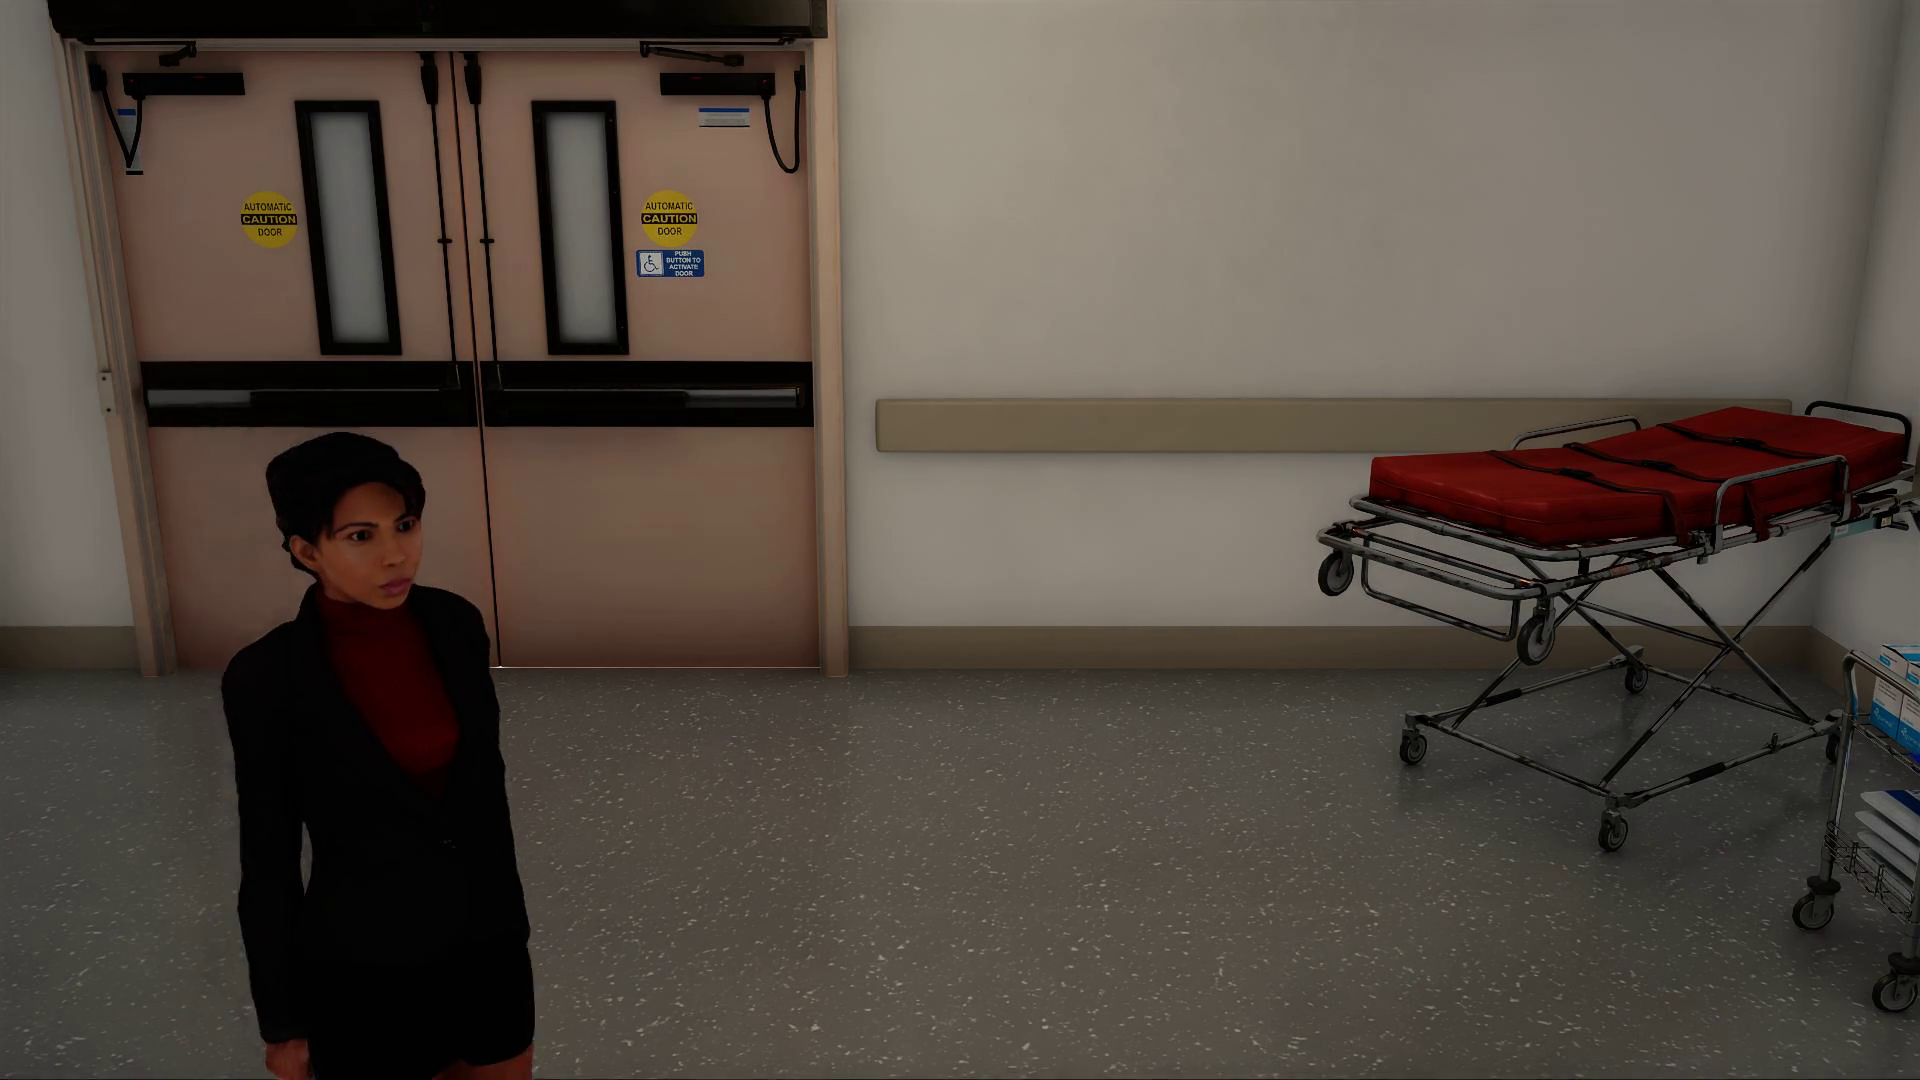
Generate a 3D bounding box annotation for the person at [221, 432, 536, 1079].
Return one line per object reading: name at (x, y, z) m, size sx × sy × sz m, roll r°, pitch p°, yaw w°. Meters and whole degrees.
person at (-0.851, 0.638, 2.463) m, size 0.878 × 1.623 × 0.937 m, roll -15°, pitch 22°, yaw -43°
